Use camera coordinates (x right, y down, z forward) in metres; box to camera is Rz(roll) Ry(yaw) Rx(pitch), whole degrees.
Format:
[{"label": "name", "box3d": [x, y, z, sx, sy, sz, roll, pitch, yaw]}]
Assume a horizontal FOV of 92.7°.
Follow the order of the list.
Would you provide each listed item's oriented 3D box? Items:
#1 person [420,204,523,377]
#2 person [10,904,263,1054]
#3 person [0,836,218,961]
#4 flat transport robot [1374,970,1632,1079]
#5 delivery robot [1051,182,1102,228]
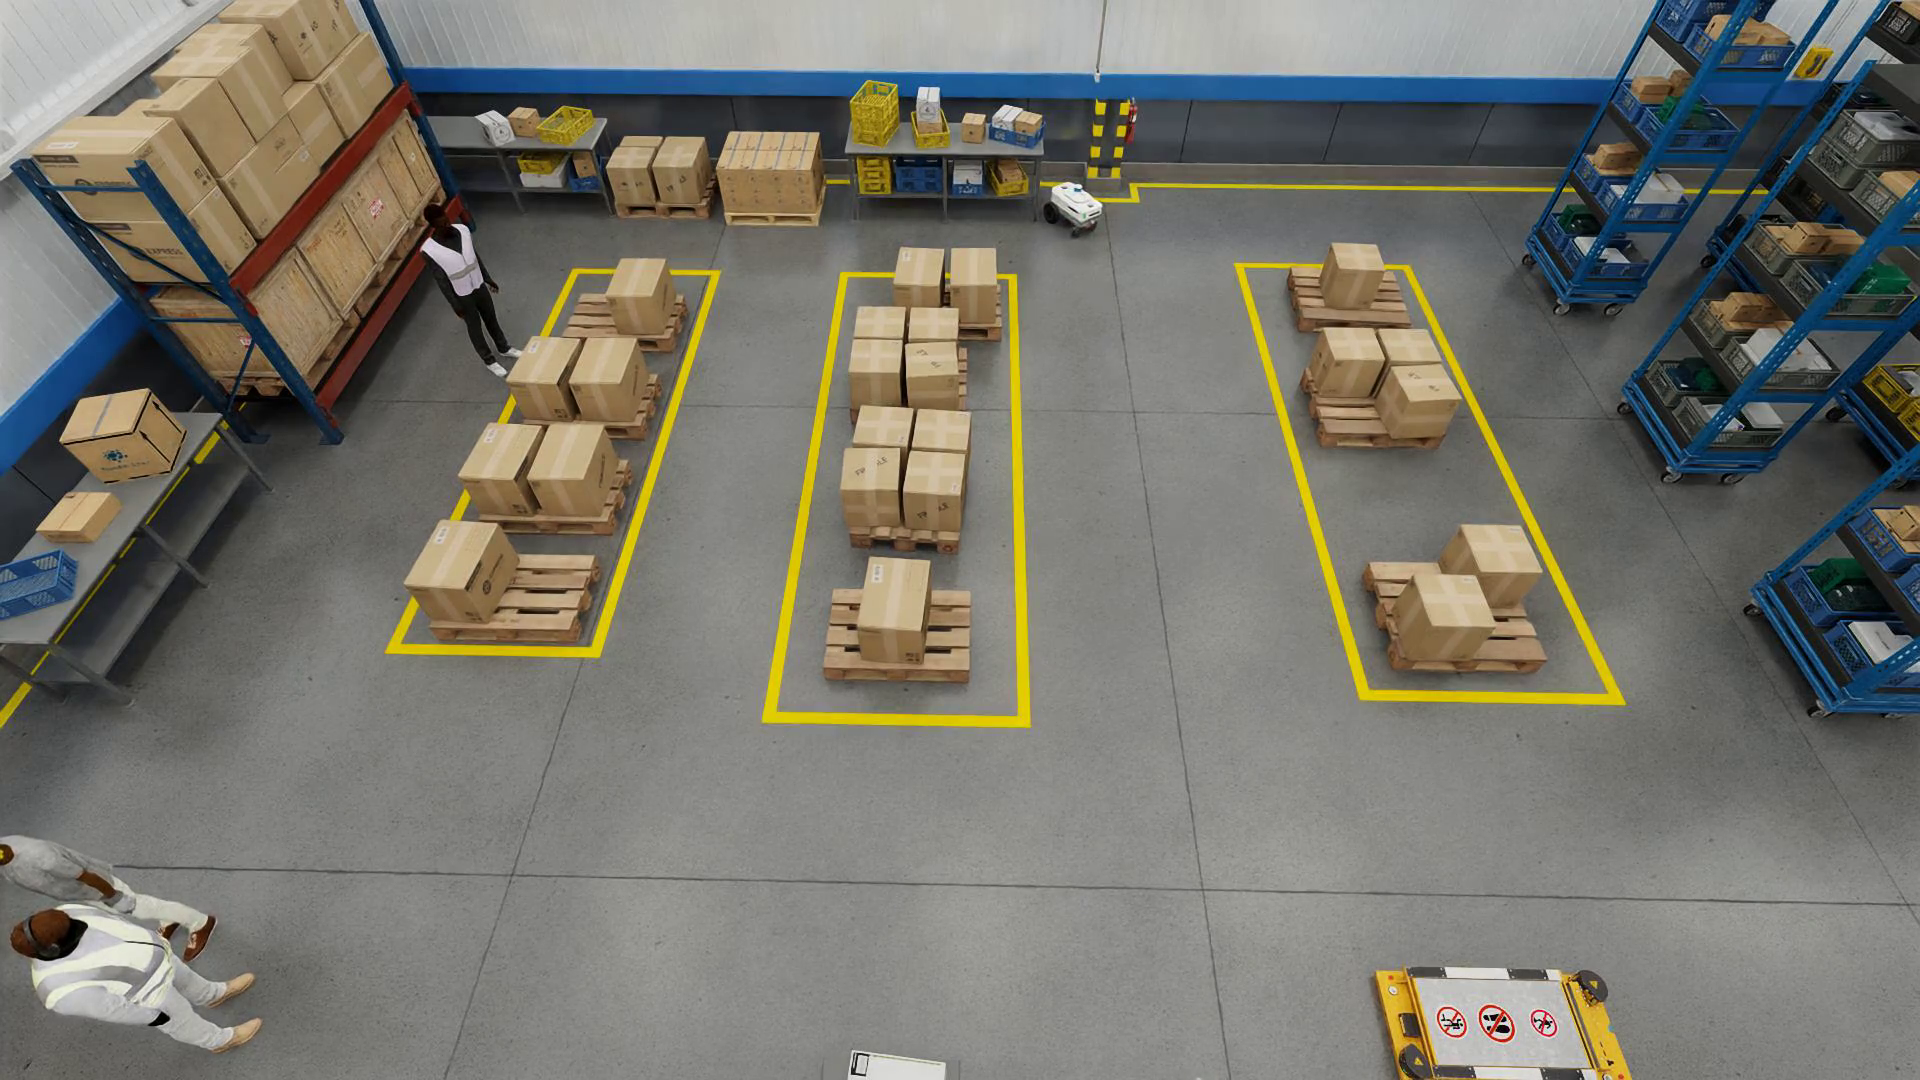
[{"label": "person", "box3d": [-5.109, -2.608, 9.539, 0.391, 1.920, 0.588, 17, 53, 13]}, {"label": "person", "box3d": [-4.797, 2.564, 5.381, 0.431, 1.835, 0.624, -26, 56, -20]}, {"label": "person", "box3d": [-5.406, 2.178, 5.680, 0.517, 1.859, 0.329, 7, 51, 6]}, {"label": "flat transport robot", "box3d": [3.501, 3.133, 5.914, 1.431, 0.197, 0.652, 1, 51, 1]}, {"label": "delivery robot", "box3d": [1.492, -4.312, 11.743, 0.477, 0.478, 0.707, -29, 57, -22]}]
